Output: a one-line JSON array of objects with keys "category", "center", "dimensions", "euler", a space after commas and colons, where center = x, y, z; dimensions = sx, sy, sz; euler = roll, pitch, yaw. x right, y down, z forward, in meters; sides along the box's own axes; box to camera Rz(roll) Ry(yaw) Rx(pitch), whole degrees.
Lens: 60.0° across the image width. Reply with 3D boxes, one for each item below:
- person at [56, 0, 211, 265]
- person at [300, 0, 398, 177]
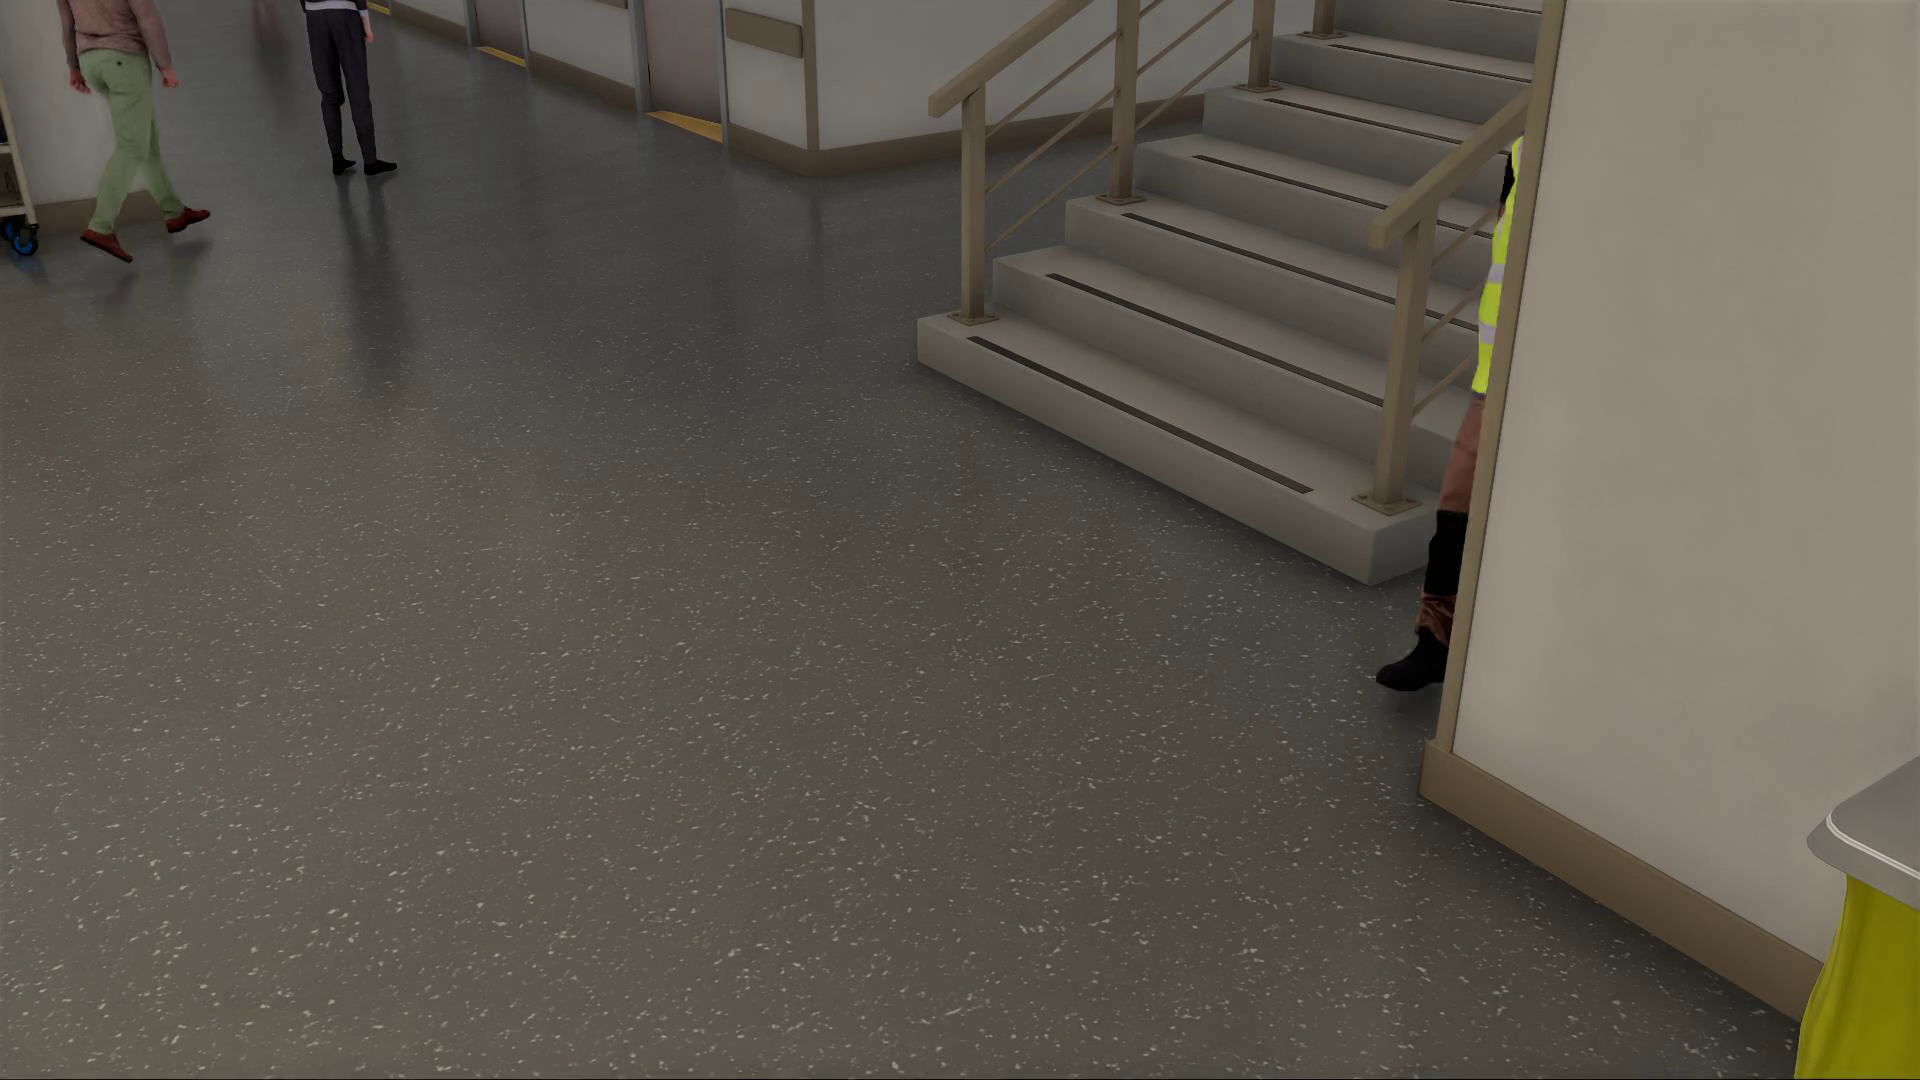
[{"category": "person", "center": [-4.287, -2.335, 8.350], "dimensions": [1.184, 1.856, 1.333], "euler": [8, 27, 16]}, {"category": "person", "center": [-3.768, -3.101, 10.028], "dimensions": [0.653, 1.778, 0.699], "euler": [6, 26, 13]}]
